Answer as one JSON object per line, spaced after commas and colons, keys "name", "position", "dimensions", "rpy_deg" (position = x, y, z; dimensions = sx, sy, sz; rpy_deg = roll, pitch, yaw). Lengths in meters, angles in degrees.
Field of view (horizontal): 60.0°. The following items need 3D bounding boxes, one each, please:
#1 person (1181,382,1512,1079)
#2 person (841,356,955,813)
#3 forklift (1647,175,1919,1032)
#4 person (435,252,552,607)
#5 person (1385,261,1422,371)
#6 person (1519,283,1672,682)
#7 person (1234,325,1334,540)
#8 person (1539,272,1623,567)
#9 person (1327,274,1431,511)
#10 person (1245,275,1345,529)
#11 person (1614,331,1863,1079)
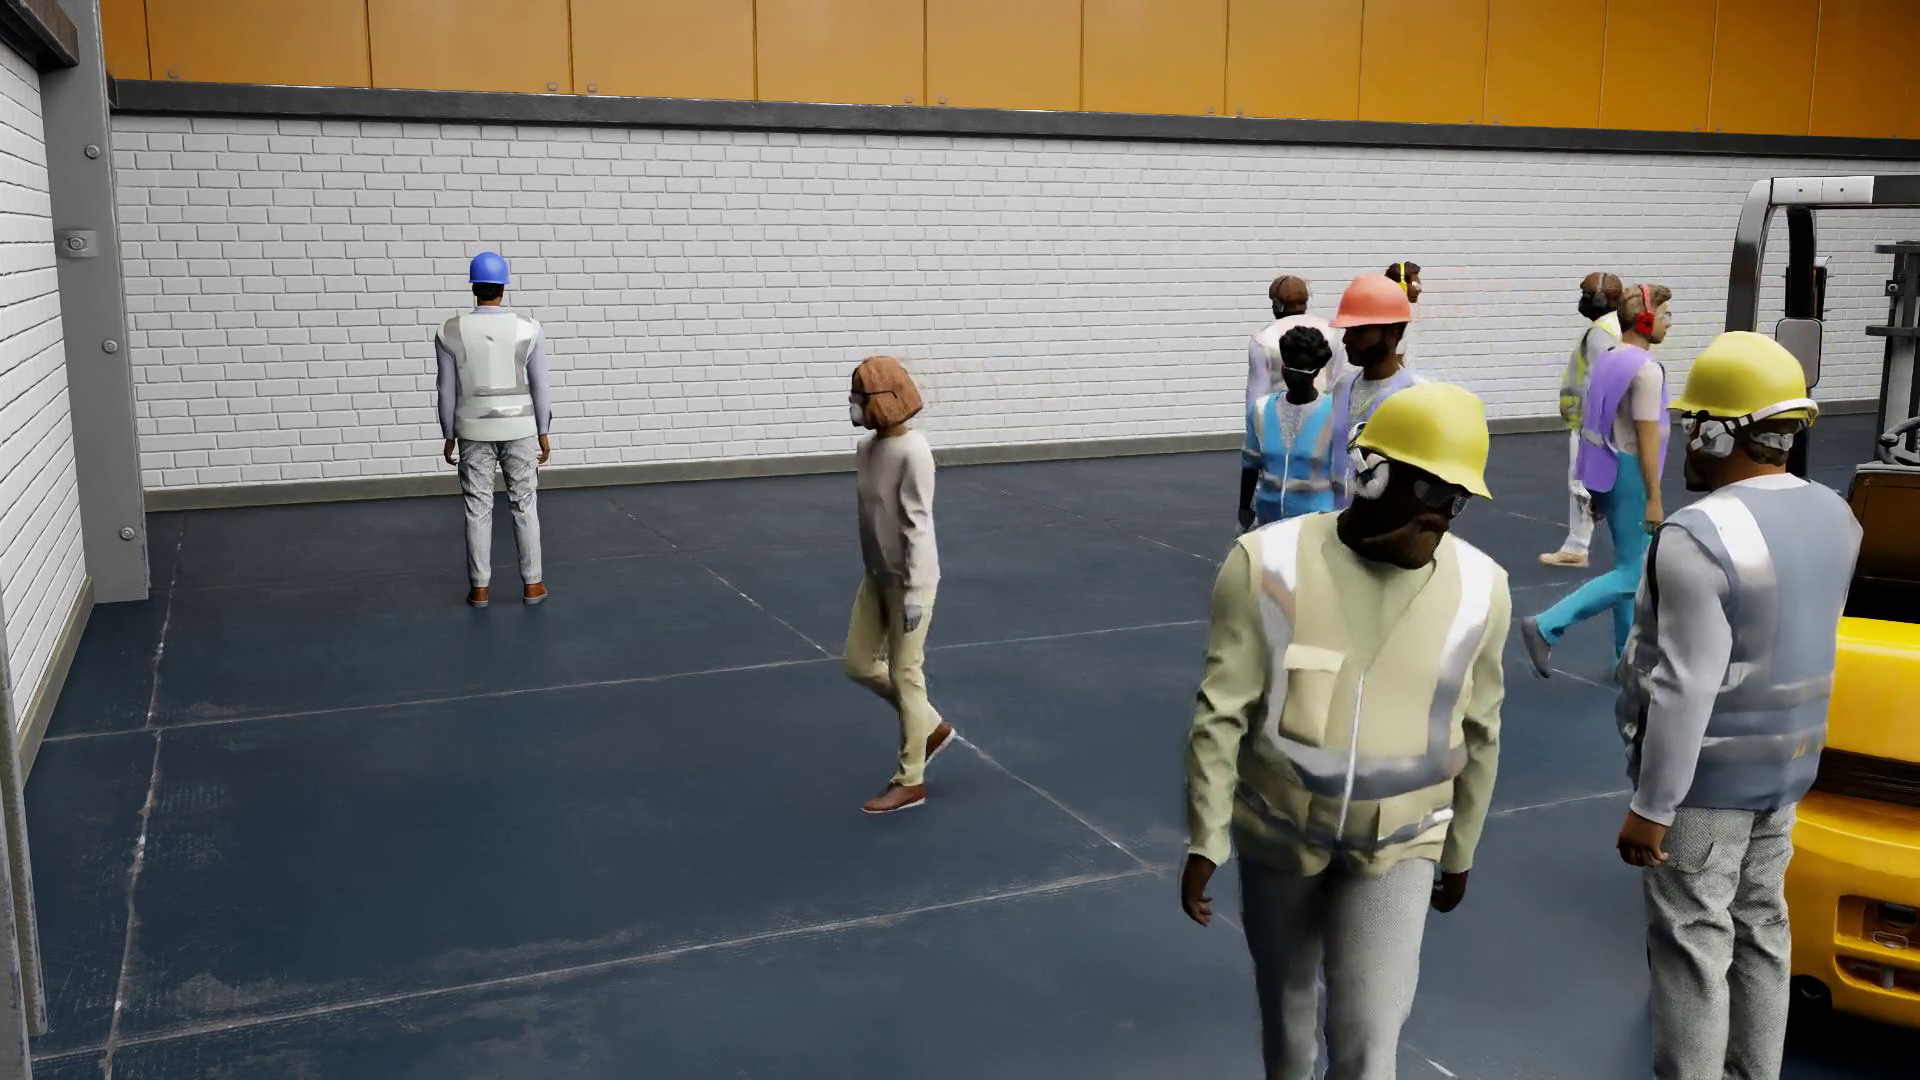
{"name": "person", "position": [0.764, 0.559, 3.319], "dimensions": [0.597, 1.764, 0.949], "rpy_deg": [2, 10, 12]}
{"name": "person", "position": [-0.211, 0.160, 5.884], "dimensions": [0.388, 1.623, 0.512], "rpy_deg": [-6, 12, -30]}
{"name": "forklift", "position": [2.810, 0.094, 4.662], "dimensions": [1.214, 2.155, 2.313], "rpy_deg": [7, 12, 34]}
{"name": "person", "position": [-2.553, -0.598, 9.154], "dimensions": [0.607, 1.948, 0.390], "rpy_deg": [-3, 11, -15]}
{"name": "person", "position": [2.897, -0.914, 11.107], "dimensions": [0.333, 1.872, 0.515], "rpy_deg": [0, 10, 1]}
{"name": "person", "position": [2.930, -0.231, 7.455], "dimensions": [0.692, 1.830, 0.574], "rpy_deg": [1, 10, 6]}
{"name": "person", "position": [1.405, -0.052, 6.869], "dimensions": [0.595, 1.674, 0.421], "rpy_deg": [9, 14, 40]}
{"name": "person", "position": [3.919, -0.697, 10.047], "dimensions": [0.660, 1.829, 0.630], "rpy_deg": [6, 12, 30]}
{"name": "person", "position": [1.395, 0.021, 5.894], "dimensions": [0.957, 1.888, 0.569], "rpy_deg": [-5, 12, -27]}
{"name": "person", "position": [1.972, -0.640, 9.752], "dimensions": [0.632, 1.817, 0.758], "rpy_deg": [-3, 11, -15]}
{"name": "person", "position": [1.604, 0.479, 3.536], "dimensions": [0.603, 1.830, 0.404], "rpy_deg": [-7, 12, -34]}
